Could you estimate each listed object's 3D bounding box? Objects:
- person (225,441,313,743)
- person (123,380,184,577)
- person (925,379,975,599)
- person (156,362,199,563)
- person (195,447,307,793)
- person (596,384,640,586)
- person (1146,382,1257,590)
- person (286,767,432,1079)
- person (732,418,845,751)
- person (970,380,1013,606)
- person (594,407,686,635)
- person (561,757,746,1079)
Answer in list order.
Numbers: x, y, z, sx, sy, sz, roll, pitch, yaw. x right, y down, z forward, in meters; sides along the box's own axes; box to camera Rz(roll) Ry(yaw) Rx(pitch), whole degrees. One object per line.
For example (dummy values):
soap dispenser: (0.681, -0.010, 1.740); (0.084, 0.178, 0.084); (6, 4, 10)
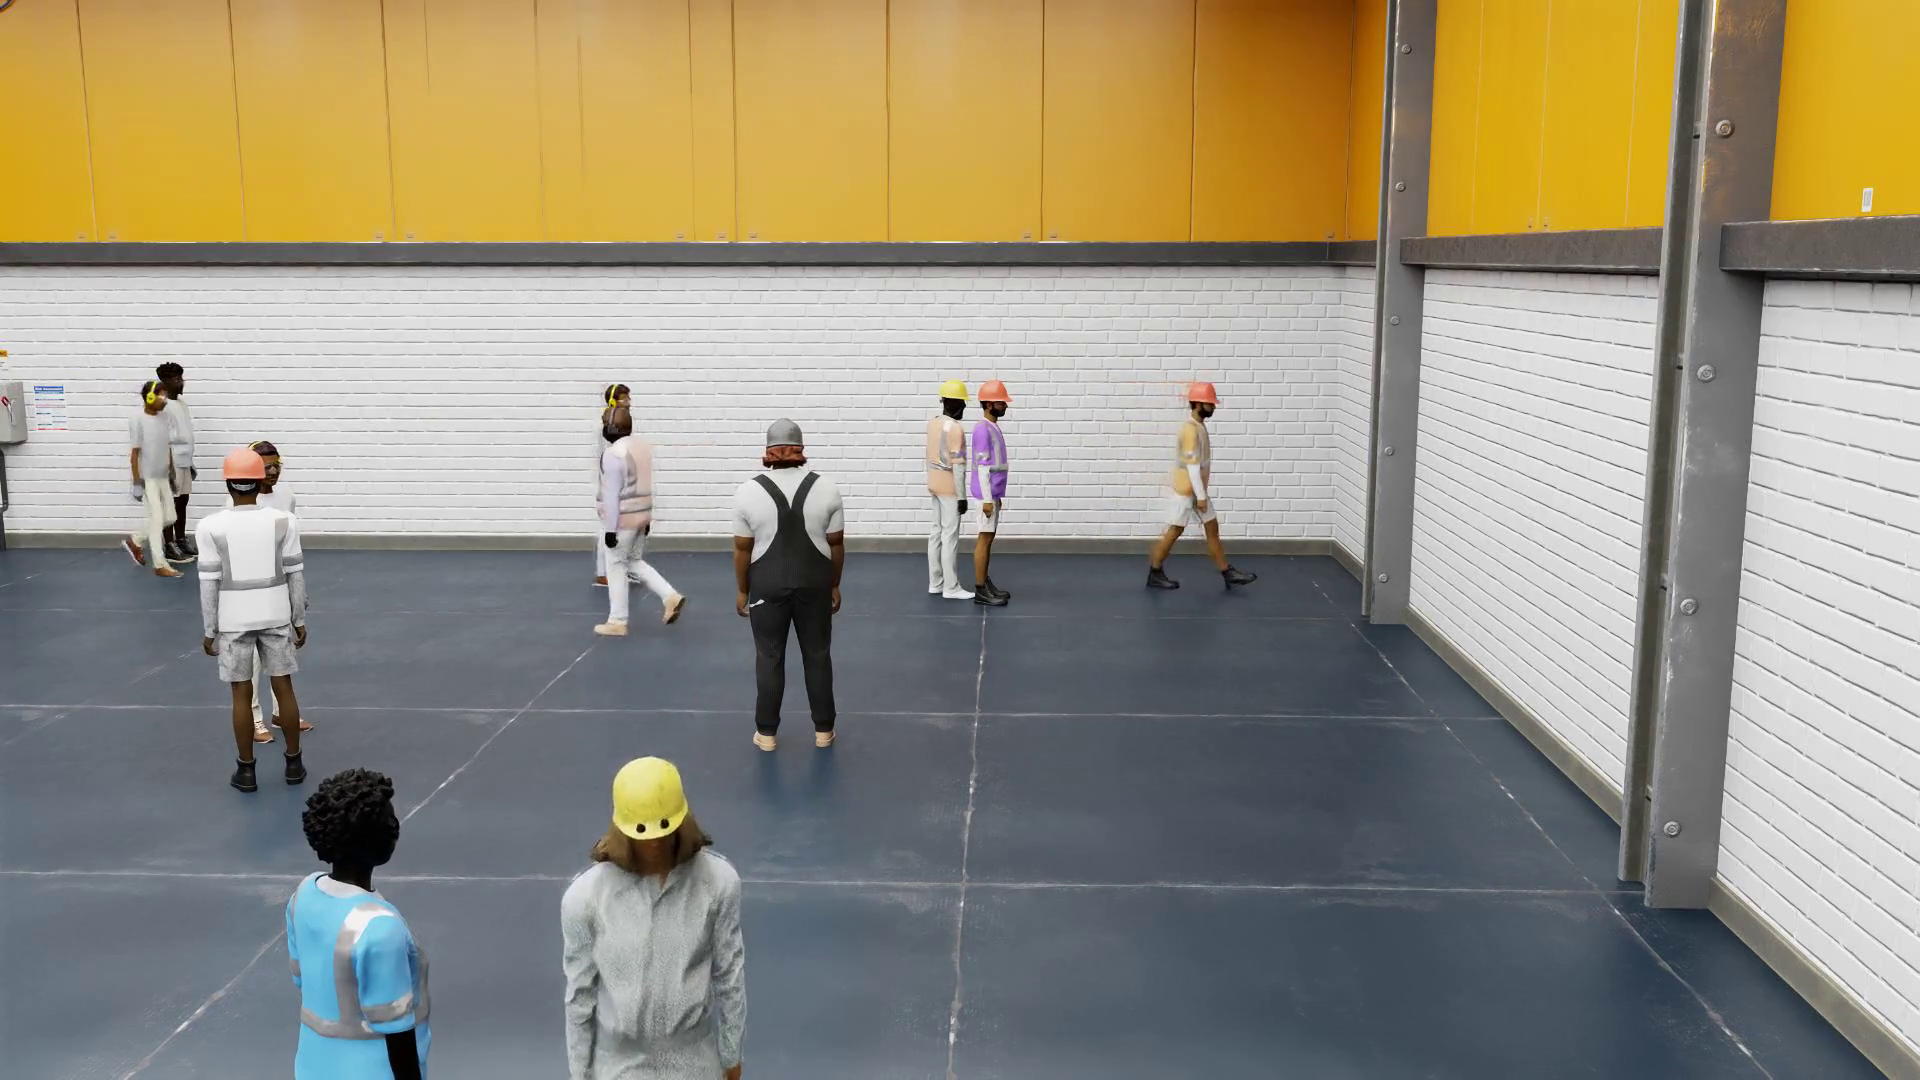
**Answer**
person: (-4.291, 0.308, 10.340); (0.315, 1.869, 0.526); (5, 11, 27)
person: (-7.601, -0.576, 15.589); (0.652, 1.850, 0.534); (2, 10, 14)
person: (-0.094, -0.443, 14.582); (0.383, 1.922, 0.587); (-5, 11, -25)
person: (-7.703, -0.763, 16.342); (0.367, 1.961, 0.604); (0, 10, -1)
person: (-3.973, 0.442, 9.353); (0.551, 1.935, 0.375); (-6, 11, -31)
person: (-3.012, -0.480, 15.000); (0.696, 1.845, 0.571); (1, 10, 8)
person: (2.133, -0.466, 14.827); (1.007, 1.878, 0.578); (4, 10, 20)
person: (-1.538, 1.421, 4.329); (0.535, 1.697, 0.318); (9, 13, 43)
person: (-1.048, 0.258, 10.131); (0.675, 2.000, 0.536); (-2, 10, -11)
person: (0.275, -0.409, 14.334); (0.360, 1.939, 0.543); (1, 10, 8)
person: (-2.568, -0.141, 13.118); (0.630, 1.827, 0.639); (2, 10, 14)
person: (-0.836, 1.381, 4.539); (0.487, 1.712, 0.631); (-4, 10, -21)
